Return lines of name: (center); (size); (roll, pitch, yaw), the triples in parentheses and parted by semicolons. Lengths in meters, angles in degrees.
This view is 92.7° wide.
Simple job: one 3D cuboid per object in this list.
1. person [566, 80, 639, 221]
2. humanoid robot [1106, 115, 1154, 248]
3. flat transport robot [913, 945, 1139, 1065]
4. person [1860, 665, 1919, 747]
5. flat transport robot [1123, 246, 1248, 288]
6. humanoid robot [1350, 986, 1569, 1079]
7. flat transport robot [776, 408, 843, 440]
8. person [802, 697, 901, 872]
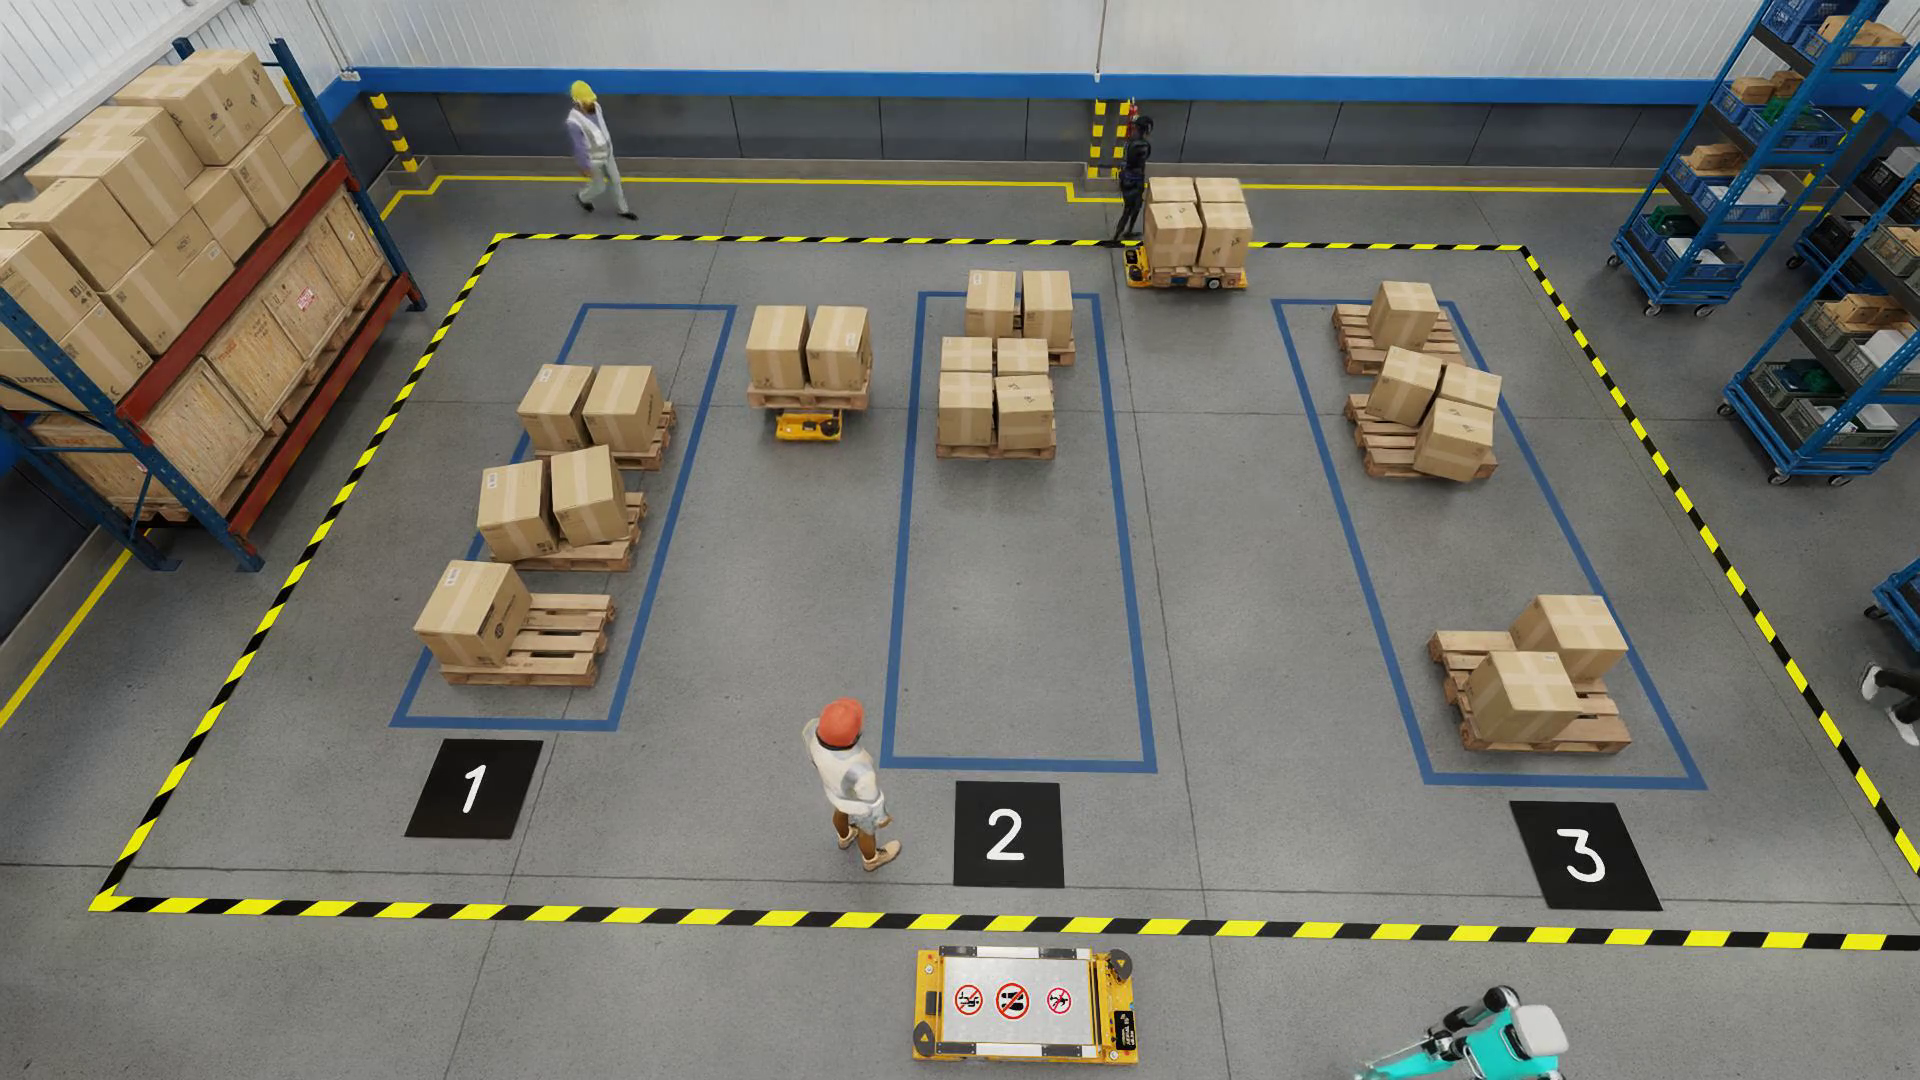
person: (-4.611, -4.834, 11.437); (0.688, 1.810, 0.608); (16, 53, 13)
humanoid robot: (2.131, -4.316, 11.101); (0.607, 1.637, 0.609); (-8, 51, -6)
flat transport robot: (0.422, 3.041, 6.007); (1.431, 0.231, 0.659); (1, 51, 1)
person: (7.535, 0.892, 6.752); (0.599, 1.838, 0.573); (-3, 51, -2)
flat transport robot: (2.753, -3.365, 11.211); (1.431, 0.197, 0.652); (1, 51, 1)
humanoid robot: (2.601, 3.004, 5.095); (0.818, 1.774, 0.547); (-9, 51, -7)
flat transport robot: (-1.546, -1.636, 9.801); (0.652, 0.197, 1.431); (1, 51, 1)
person: (-0.695, 1.623, 6.016); (0.613, 2.046, 0.359); (35, 59, 25)
